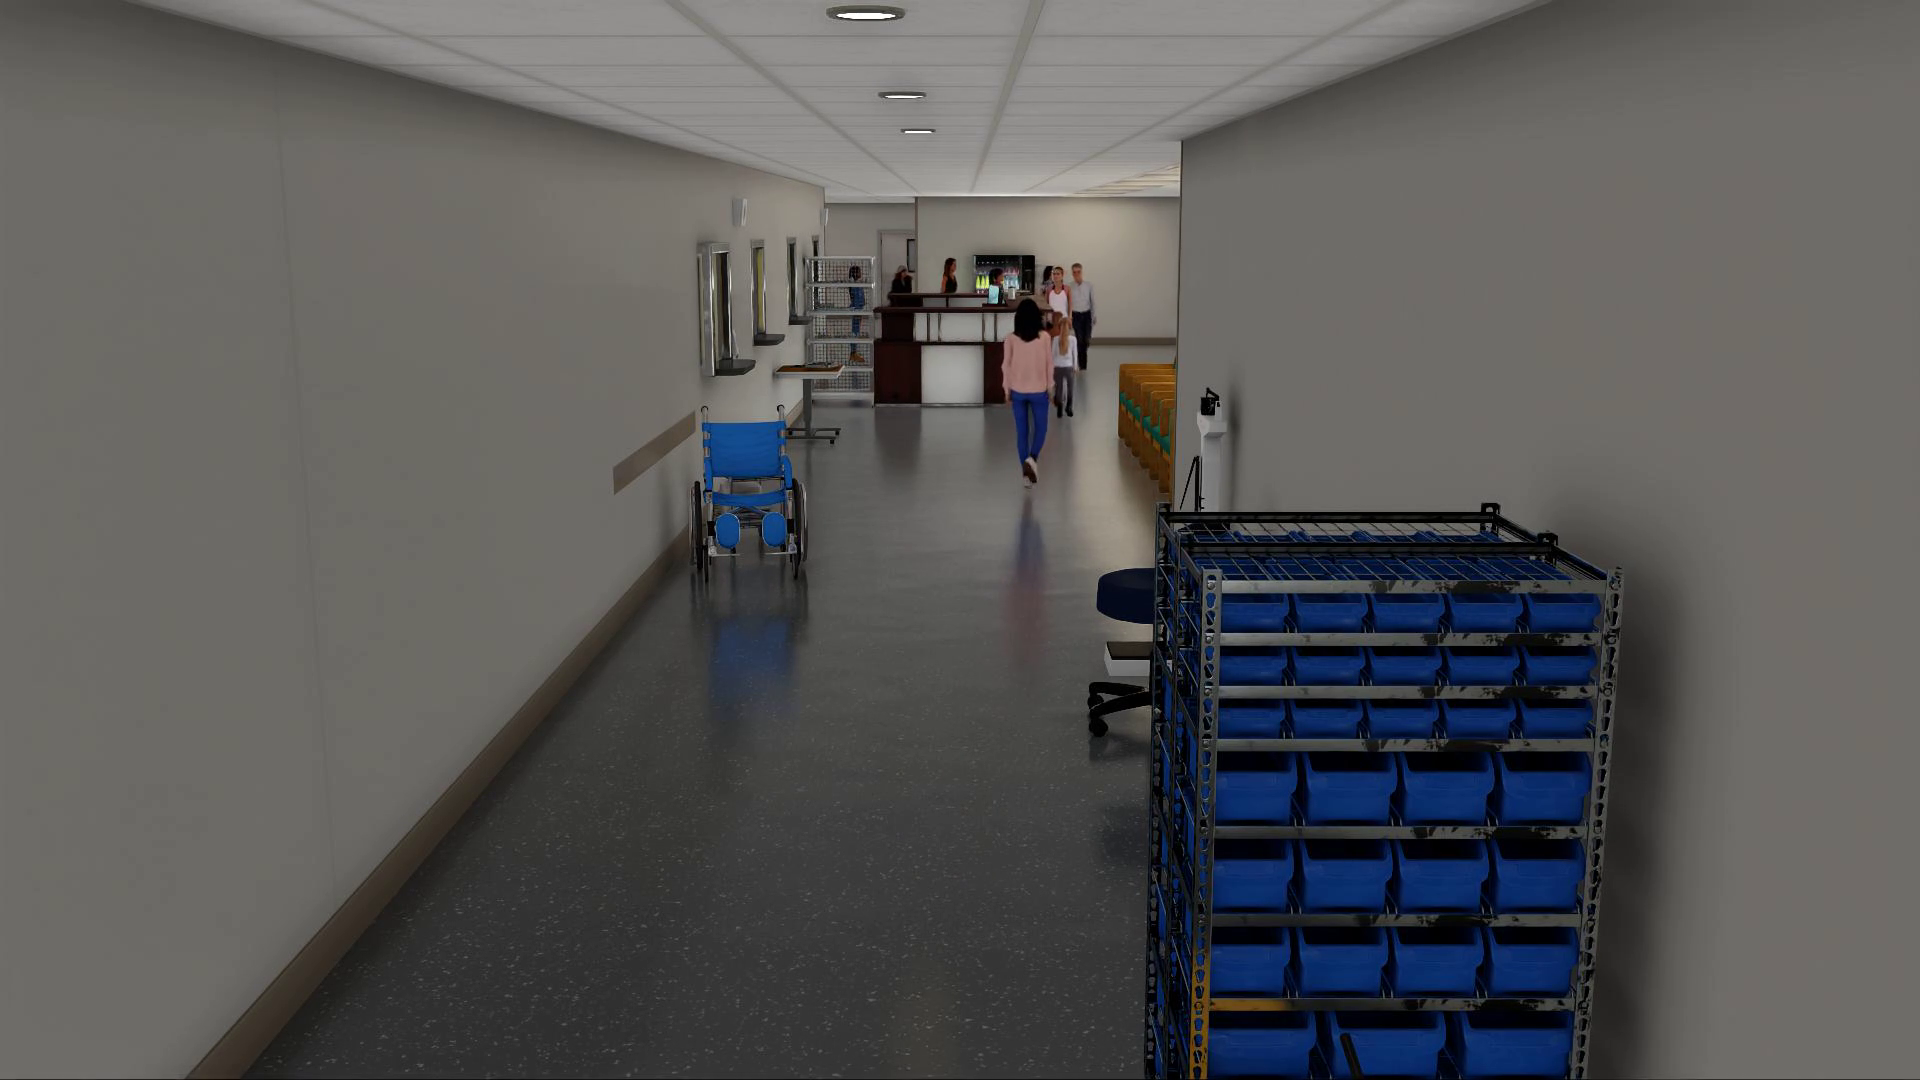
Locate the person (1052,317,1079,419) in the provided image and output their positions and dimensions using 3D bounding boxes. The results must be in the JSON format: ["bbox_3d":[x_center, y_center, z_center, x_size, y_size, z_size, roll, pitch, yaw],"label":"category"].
[{"bbox_3d":[1.320,-2.186,21.171,0.468,1.269,0.571,1,11,5],"label":"person"}]

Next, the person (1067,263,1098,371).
[{"bbox_3d":[2.047,-3.736,27.996,1.166,1.768,0.771,-1,11,-7],"label":"person"}]

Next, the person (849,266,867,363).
[{"bbox_3d":[-1.868,-4.074,29.930,0.538,1.712,0.626,-1,11,-5],"label":"person"}]

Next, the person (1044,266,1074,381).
[{"bbox_3d":[1.549,-3.421,26.290,0.556,1.786,0.721,3,11,15],"label":"person"}]

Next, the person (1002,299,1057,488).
[{"bbox_3d":[0.635,-1.337,15.380,0.891,1.758,0.800,2,11,9],"label":"person"}]

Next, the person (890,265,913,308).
[{"bbox_3d":[-1.237,-4.767,33.869,1.018,1.605,0.998,-7,13,-31],"label":"person"}]

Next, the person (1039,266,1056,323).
[{"bbox_3d":[1.498,-3.905,29.065,1.129,1.703,1.071,10,14,41],"label":"person"}]

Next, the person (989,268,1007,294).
[{"bbox_3d":[0.593,-3.916,29.166,0.838,1.686,0.628,-1,11,-7],"label":"person"}]

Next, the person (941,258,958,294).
[{"bbox_3d":[-0.290,-4.196,30.416,1.229,1.770,0.919,5,12,24],"label":"person"}]

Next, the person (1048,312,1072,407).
[{"bbox_3d":[1.319,-2.433,22.498,0.768,1.259,0.754,6,12,28],"label":"person"}]
